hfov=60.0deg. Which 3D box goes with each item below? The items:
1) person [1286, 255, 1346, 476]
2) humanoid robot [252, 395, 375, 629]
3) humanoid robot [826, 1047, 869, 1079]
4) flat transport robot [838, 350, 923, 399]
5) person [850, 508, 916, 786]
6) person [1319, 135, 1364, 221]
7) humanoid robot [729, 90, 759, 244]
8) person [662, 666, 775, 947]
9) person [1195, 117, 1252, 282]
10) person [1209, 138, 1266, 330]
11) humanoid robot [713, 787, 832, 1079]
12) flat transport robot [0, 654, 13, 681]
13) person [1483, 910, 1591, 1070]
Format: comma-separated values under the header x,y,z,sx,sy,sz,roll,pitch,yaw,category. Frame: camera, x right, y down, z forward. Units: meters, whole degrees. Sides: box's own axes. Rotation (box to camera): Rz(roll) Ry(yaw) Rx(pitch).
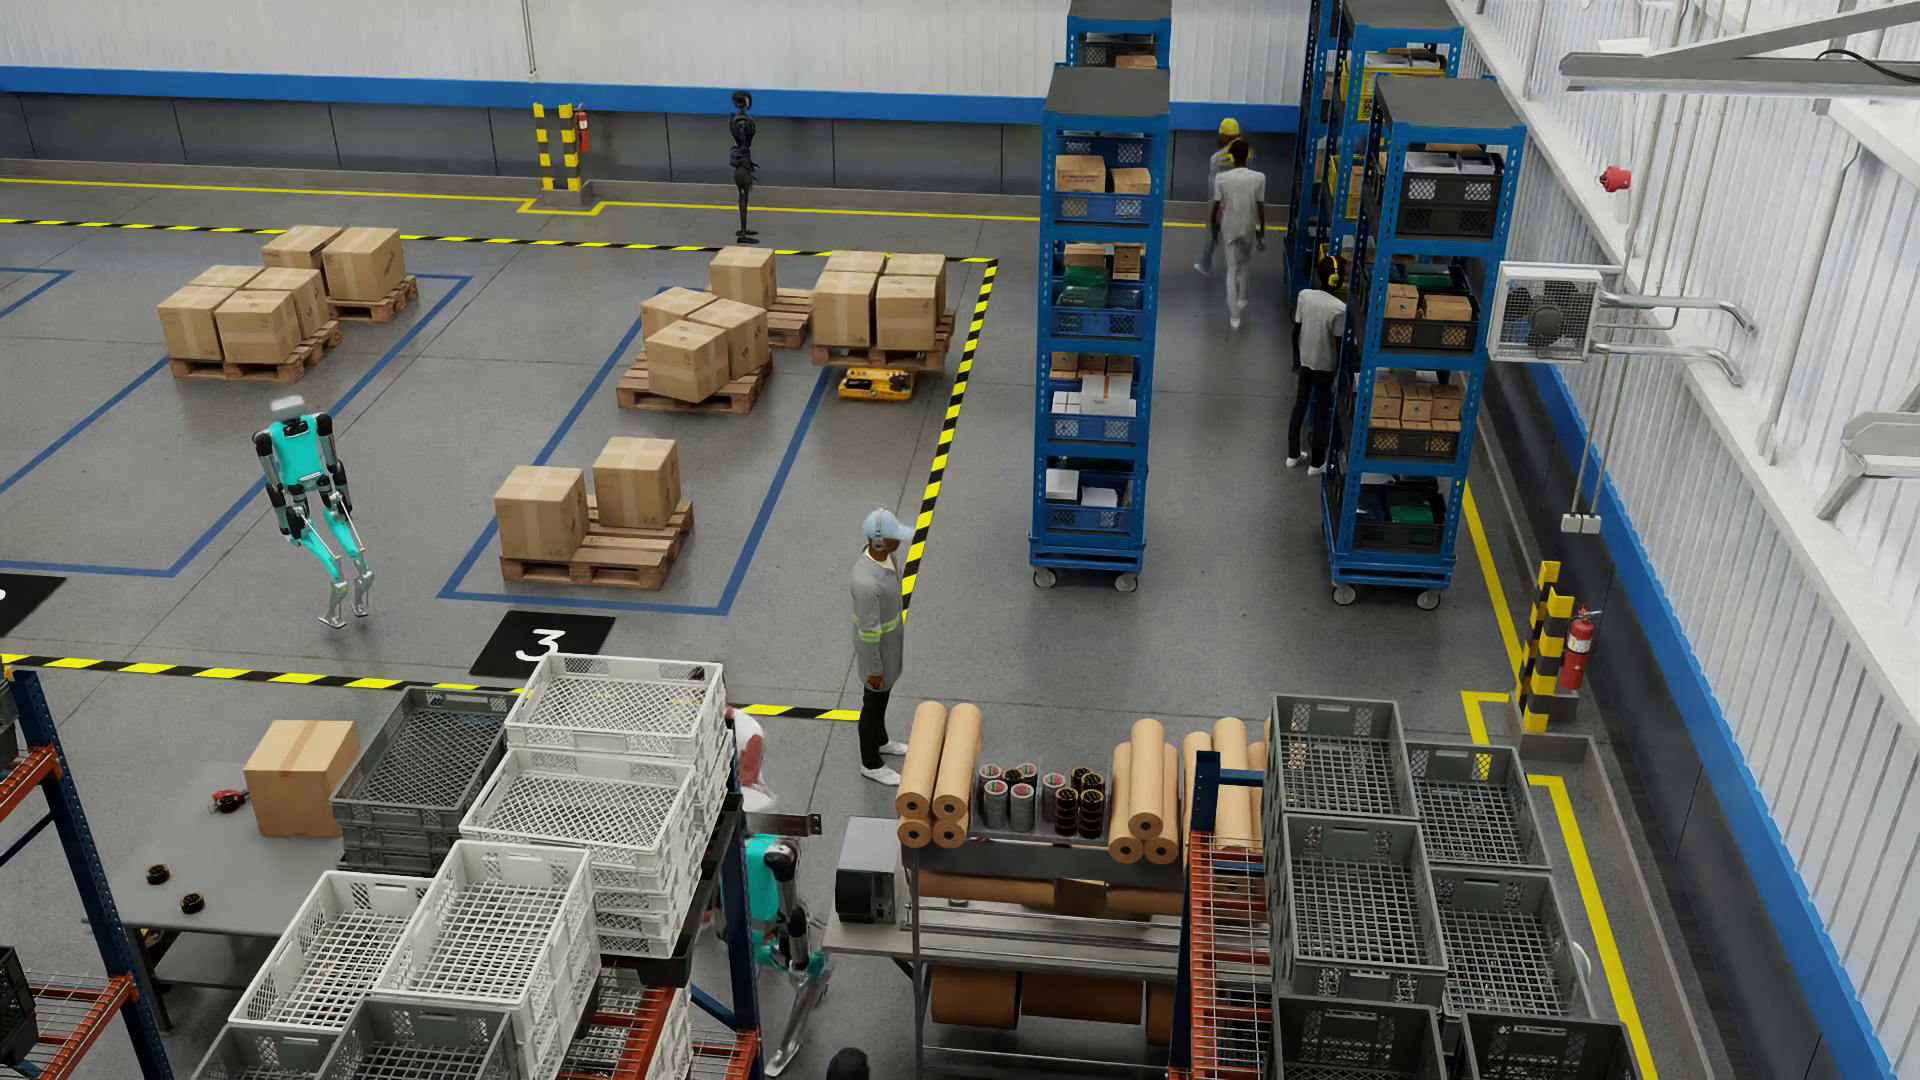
x,y,z,sx,sy,sz,roll,pitch,yaw,category
2.912,-1.419,13.525,0.335,1.865,0.514,-24,38,-34,person
-4.313,-0.135,11.317,0.533,1.673,0.735,-25,39,-36,humanoid robot
-0.483,2.699,6.703,0.607,1.637,0.788,3,30,6,humanoid robot
-0.700,-1.719,15.599,0.652,0.197,1.431,3,30,6,flat transport robot
-0.448,0.626,10.024,0.390,1.850,0.599,4,30,7,person
4.208,-4.330,18.368,0.449,2.021,0.642,-21,36,-31,person
-2.377,-4.137,18.362,0.315,1.659,0.599,-2,30,-4,humanoid robot
-1.266,1.412,8.639,0.603,1.883,0.459,13,33,21,person
2.781,-3.536,17.300,0.493,1.715,0.680,-9,31,-15,person
2.733,-3.051,16.367,0.535,1.820,0.921,3,30,4,person
-0.842,1.865,8.114,0.543,1.888,0.782,15,33,24,humanoid robot
-7.142,0.969,11.010,1.431,0.231,0.659,3,30,6,flat transport robot
2.344,2.265,7.219,0.633,1.841,0.429,-16,34,-26,person
